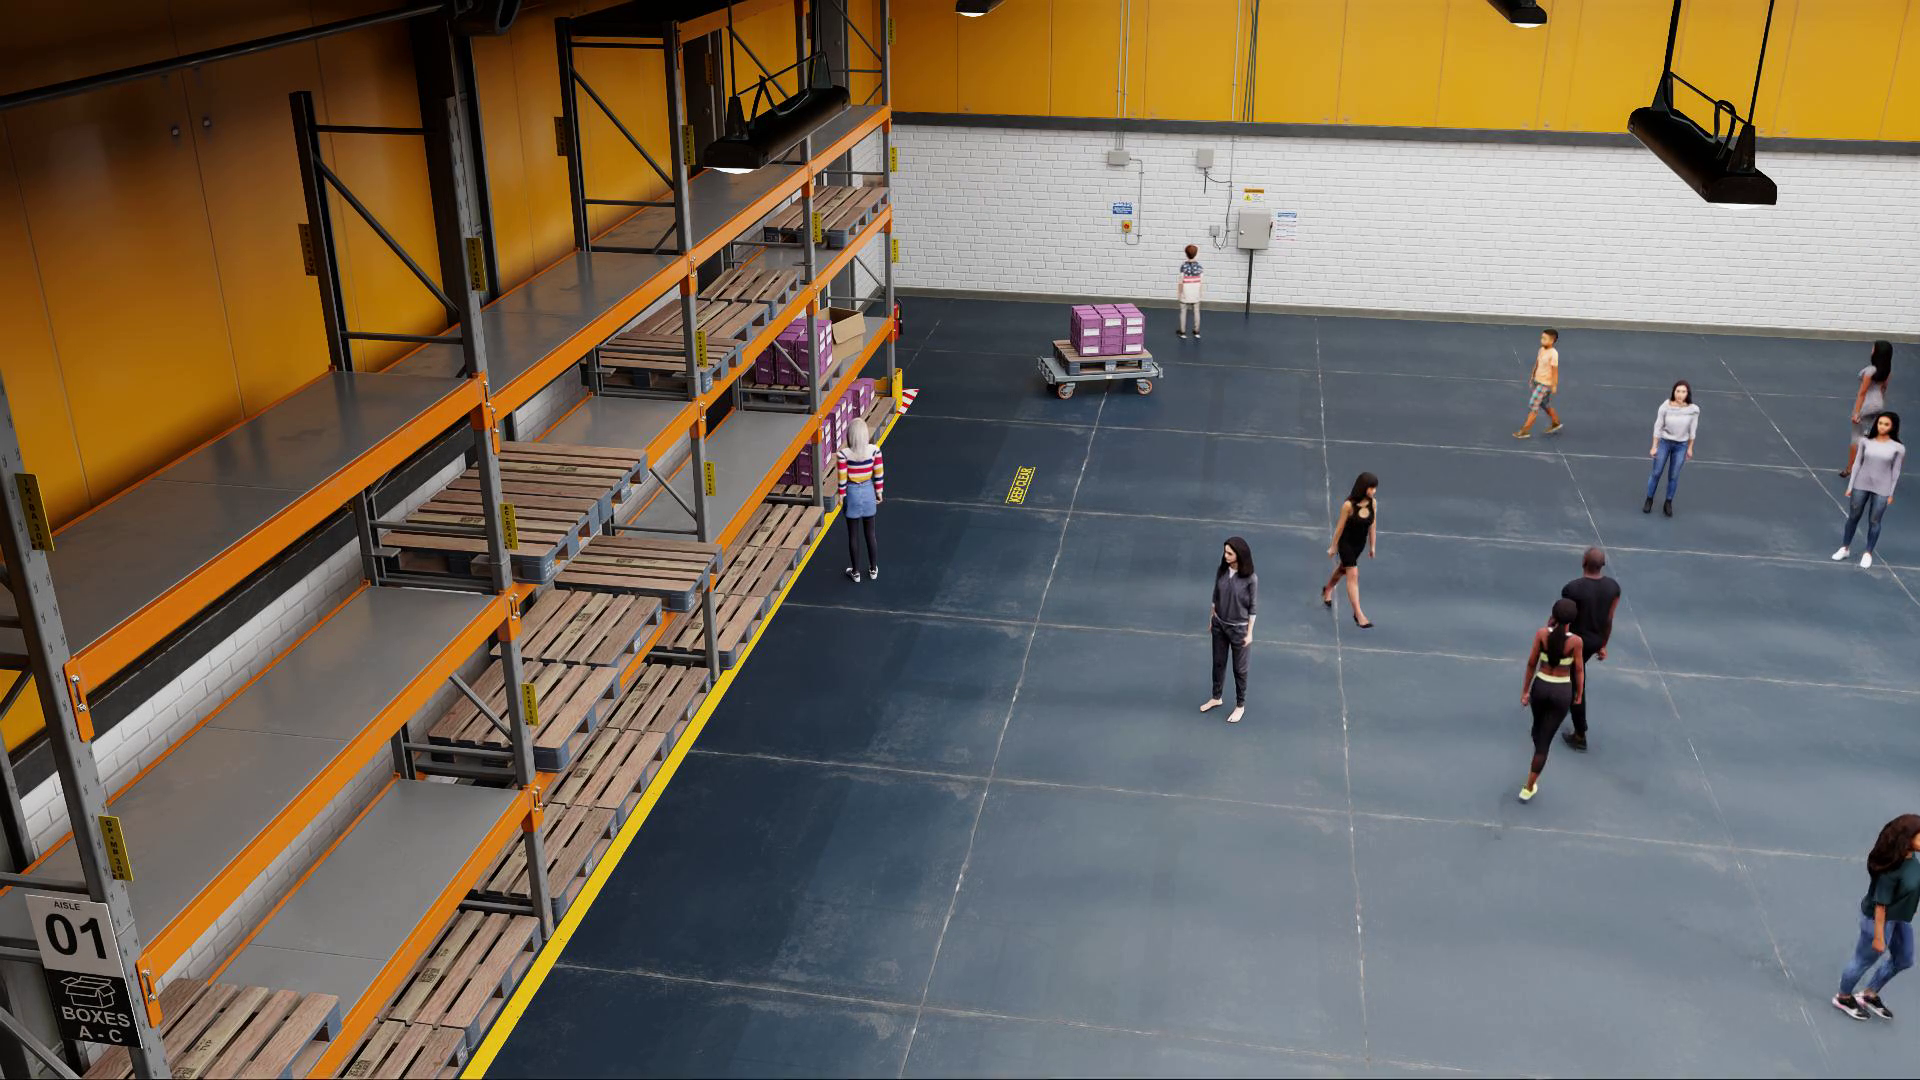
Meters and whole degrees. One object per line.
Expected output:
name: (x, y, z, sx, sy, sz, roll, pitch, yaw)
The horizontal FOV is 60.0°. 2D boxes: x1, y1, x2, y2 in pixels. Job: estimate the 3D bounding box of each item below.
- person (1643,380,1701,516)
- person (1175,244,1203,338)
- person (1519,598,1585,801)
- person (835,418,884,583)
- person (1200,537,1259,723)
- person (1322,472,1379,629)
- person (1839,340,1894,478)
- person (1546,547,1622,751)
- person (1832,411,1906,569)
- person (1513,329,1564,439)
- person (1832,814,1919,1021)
person: (8.211, -1.076, 19.197, 0.628, 1.631, 0.544, 7, 25, 15)
person: (3.578, -3.879, 25.854, 0.587, 1.435, 0.593, -3, 24, -7)
person: (4.796, 1.331, 13.583, 0.887, 1.717, 1.155, 15, 28, 31)
person: (-1.058, -0.437, 17.513, 0.720, 1.808, 0.683, -7, 25, -16)
person: (2.429, 0.768, 14.815, 0.676, 1.761, 0.688, 20, 30, 38)
person: (3.861, 0.048, 16.670, 1.009, 1.594, 1.160, -9, 25, -19)
person: (11.023, -1.524, 20.047, 0.807, 1.771, 0.890, -11, 26, -23)
person: (5.395, 0.965, 14.331, 0.949, 1.789, 1.132, -7, 24, -15)
person: (9.814, -0.558, 17.881, 0.689, 1.734, 0.695, 19, 30, 37)
person: (7.659, -2.032, 21.624, 0.850, 1.437, 0.996, -5, 24, -11)
person: (6.077, 2.484, 11.085, 0.729, 1.605, 0.797, -19, 30, -37)
